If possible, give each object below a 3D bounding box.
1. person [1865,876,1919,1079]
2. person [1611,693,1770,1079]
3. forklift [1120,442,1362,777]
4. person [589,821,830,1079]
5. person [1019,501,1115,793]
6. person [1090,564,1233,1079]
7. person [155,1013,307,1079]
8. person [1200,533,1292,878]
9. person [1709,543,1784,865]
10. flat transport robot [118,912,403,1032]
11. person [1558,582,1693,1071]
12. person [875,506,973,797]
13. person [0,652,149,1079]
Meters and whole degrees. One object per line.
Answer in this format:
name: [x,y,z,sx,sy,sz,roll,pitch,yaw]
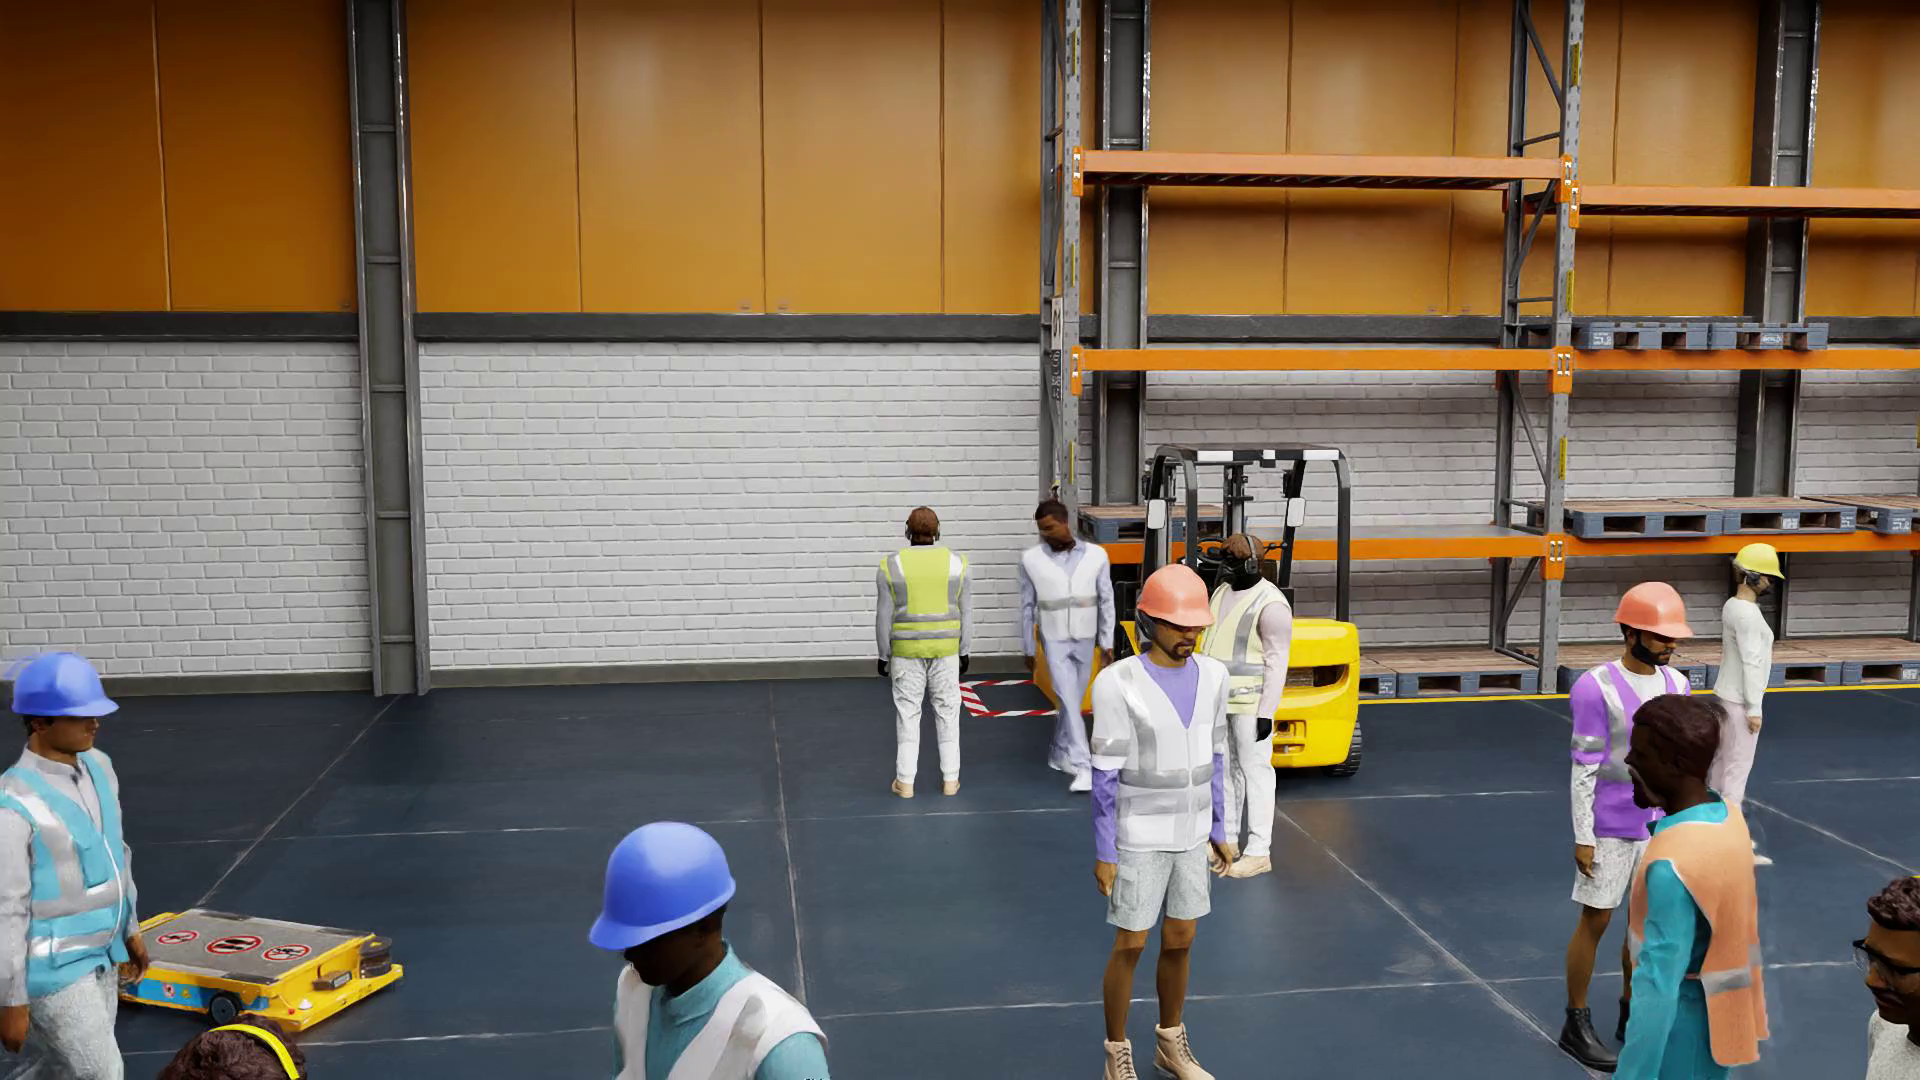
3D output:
person: [1.814,1.537,3.165,0.334,1.860,0.509,0,7,1]
person: [1.938,1.357,4.524,0.463,1.903,0.629,4,8,32]
forklift: [1.912,0.418,11.496,1.214,2.155,2.313,-1,7,-8]
person: [-0.493,1.487,3.369,0.502,1.917,0.621,-5,8,-38]
person: [0.699,0.675,10.740,0.578,1.849,0.898,-1,7,-13]
person: [0.776,1.099,6.200,0.615,2.038,0.396,-4,8,-30]
person: [-1.031,1.616,2.447,0.512,1.865,0.329,1,7,5]
person: [1.508,0.879,8.987,0.429,1.844,0.626,-3,7,-26]
person: [4.355,0.893,9.216,0.318,1.764,0.522,2,7,14]
flat transport robot: [-3.243,1.853,7.269,1.431,0.197,0.652,2,7,19]
person: [2.658,1.117,6.549,0.549,1.928,0.388,-2,7,-19]
person: [-0.230,0.705,10.513,0.621,1.845,0.429,-1,7,-10]
person: [-2.834,1.282,5.138,0.852,1.924,0.608,0,7,-2]
